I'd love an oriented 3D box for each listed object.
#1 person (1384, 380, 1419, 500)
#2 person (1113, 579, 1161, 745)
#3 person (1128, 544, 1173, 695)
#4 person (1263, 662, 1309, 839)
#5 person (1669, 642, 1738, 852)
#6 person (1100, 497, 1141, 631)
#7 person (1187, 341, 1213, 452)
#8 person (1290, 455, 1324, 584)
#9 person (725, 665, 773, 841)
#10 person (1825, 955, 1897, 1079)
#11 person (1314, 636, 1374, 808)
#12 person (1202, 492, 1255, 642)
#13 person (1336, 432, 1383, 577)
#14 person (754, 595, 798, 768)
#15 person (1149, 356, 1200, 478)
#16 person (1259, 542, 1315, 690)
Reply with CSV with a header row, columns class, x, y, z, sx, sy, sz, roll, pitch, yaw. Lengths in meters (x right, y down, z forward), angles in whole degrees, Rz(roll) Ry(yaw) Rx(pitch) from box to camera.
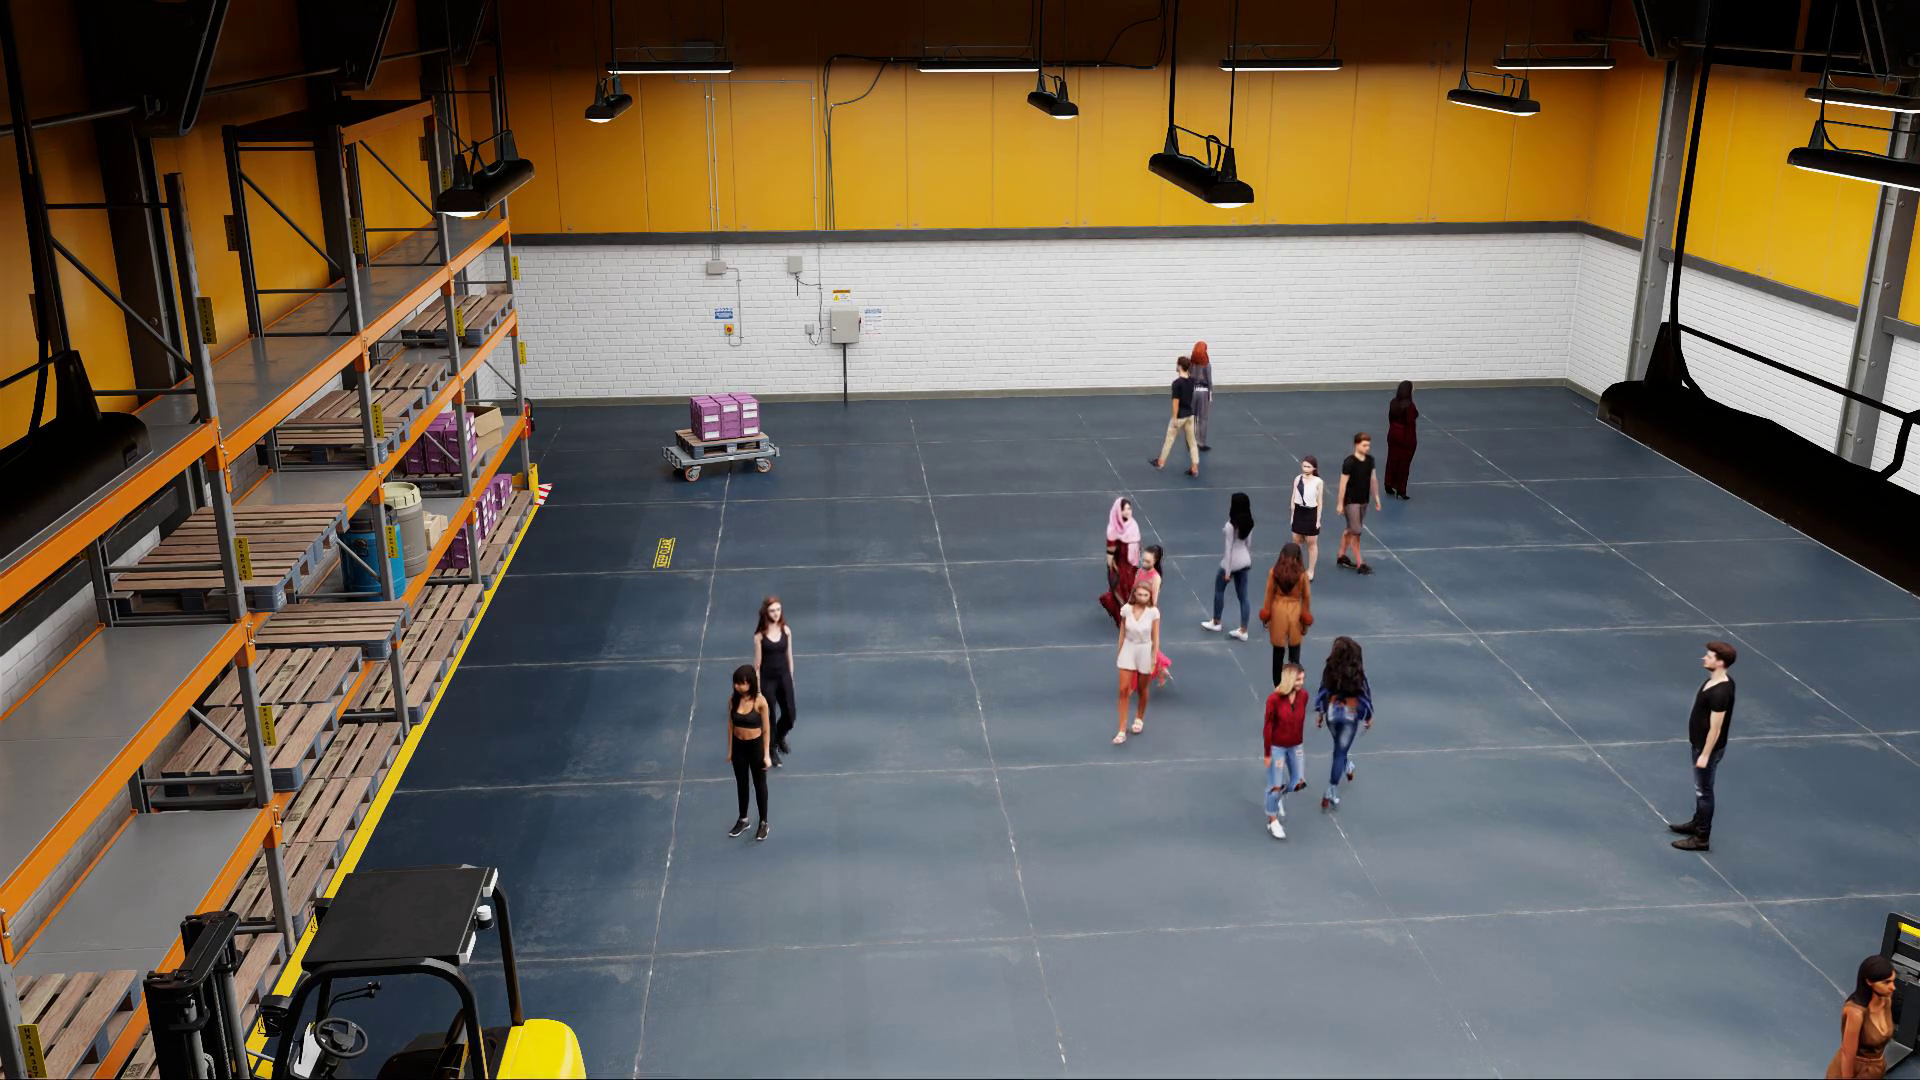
class,x,y,z,sx,sy,sz,roll,pitch,yaw
person,6.434,-1.475,24.264,0.799,1.757,0.662,-9,21,-24
person,1.801,1.150,16.607,0.801,1.669,1.015,6,19,16
person,1.978,0.860,17.416,0.800,1.702,0.818,-4,19,-12
person,2.820,1.813,14.715,0.724,1.620,0.790,-7,20,-21
person,6.486,1.773,14.402,0.812,1.896,0.675,7,20,19
person,1.844,0.265,19.309,0.865,1.623,0.949,-14,23,-36
person,3.837,-2.316,26.722,0.656,1.782,0.683,11,22,29
person,4.346,-0.268,20.851,0.634,1.649,0.672,11,22,30
person,-1.841,1.836,14.616,0.631,1.641,0.626,6,20,18
person,5.489,3.297,10.199,0.643,1.690,0.658,-13,22,-33
person,3.454,1.683,15.181,1.055,1.570,1.159,13,23,34
person,3.230,0.330,18.967,0.865,1.718,0.970,-14,23,-35
person,4.999,-0.508,21.276,0.969,1.832,1.137,-12,22,-33
person,-1.842,1.326,15.981,0.734,1.737,0.806,-11,21,-29
person,3.450,-1.840,25.251,1.019,1.819,1.198,-13,23,-34
person,3.402,0.881,17.343,0.798,1.710,0.782,3,19,8
